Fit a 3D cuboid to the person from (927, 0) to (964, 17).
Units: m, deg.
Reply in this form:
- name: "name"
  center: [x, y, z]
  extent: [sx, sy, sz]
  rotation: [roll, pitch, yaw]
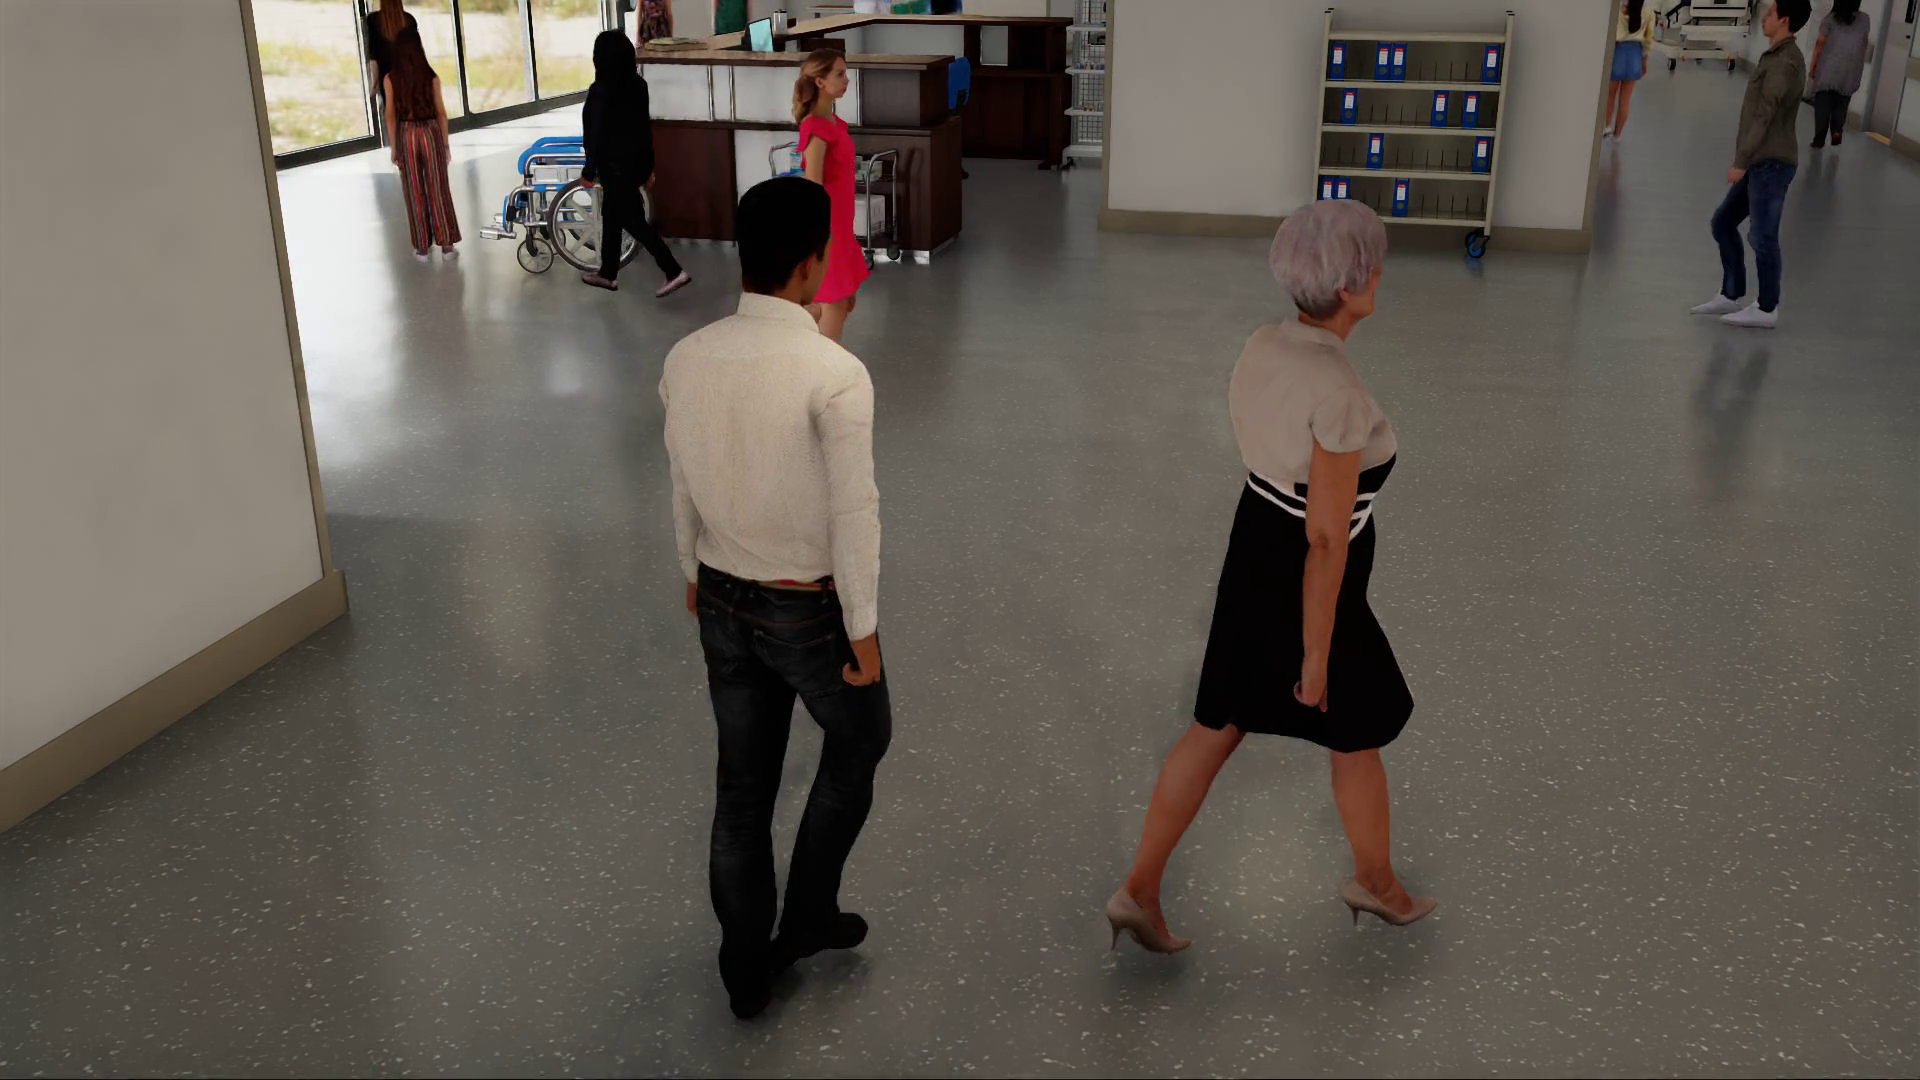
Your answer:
- name: "person"
  center: [-0.211, -6.189, 20.424]
  extent: [1.138, 1.662, 0.685]
  rotation: [6, 22, 16]

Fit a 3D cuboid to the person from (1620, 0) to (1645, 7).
- name: "person"
  center: [10.424, -8.306, 25.887]
  extent: [1.046, 1.752, 0.991]
  rotation: [-8, 22, -21]

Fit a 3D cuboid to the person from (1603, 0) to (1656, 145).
- name: "person"
  center: [6.822, -4.877, 17.017]
  extent: [0.525, 1.622, 0.702]
  rotation: [6, 22, 16]

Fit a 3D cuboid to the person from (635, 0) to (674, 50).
- name: "person"
  center: [-3.519, -5.750, 19.203]
  extent: [1.211, 1.706, 1.004]
  rotation: [-3, 21, -9]

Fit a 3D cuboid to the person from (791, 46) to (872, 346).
- name: "person"
  center: [-0.710, -1.393, 7.689]
  extent: [0.865, 1.712, 0.671]
  rotation: [2, 21, 5]

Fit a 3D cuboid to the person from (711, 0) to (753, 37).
- name: "person"
  center: [-2.678, -5.902, 19.441]
  extent: [1.046, 1.821, 0.955]
  rotation: [-3, 21, -8]

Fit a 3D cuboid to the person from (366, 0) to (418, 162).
- name: "person"
  center: [-5.124, -4.204, 15.153]
  extent: [1.065, 1.683, 1.034]
  rotation: [-7, 22, -17]

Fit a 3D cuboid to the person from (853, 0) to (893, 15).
- name: "person"
  center: [-0.846, -5.120, 17.410]
  extent: [1.173, 1.796, 1.070]
  rotation: [17, 26, 37]

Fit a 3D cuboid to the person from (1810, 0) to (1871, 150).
- name: "person"
  center: [8.800, -4.717, 16.631]
  extent: [0.575, 1.595, 0.707]
  rotation: [5, 21, 12]

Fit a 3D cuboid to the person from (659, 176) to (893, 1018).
- name: "person"
  center: [-0.420, 0.192, 3.396]
  extent: [0.700, 1.789, 0.831]
  rotation: [10, 23, 25]

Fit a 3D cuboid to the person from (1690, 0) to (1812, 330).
- name: "person"
  center: [4.634, -2.098, 9.360]
  extent: [0.709, 1.848, 0.723]
  rotation: [7, 22, 19]

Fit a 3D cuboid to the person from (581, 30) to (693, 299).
- name: "person"
  center: [-1.977, -2.233, 10.092]
  extent: [1.093, 1.583, 0.683]
  rotation: [7, 22, 18]

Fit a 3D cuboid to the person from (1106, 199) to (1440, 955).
- name: "person"
  center: [0.621, 0.171, 3.563]
  extent: [1.140, 1.710, 1.004]
  rotation: [-8, 22, -20]

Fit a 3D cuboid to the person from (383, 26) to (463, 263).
- name: "person"
  center: [-3.692, -2.702, 11.359]
  extent: [0.619, 1.562, 0.713]
  rotation: [-6, 22, -16]
